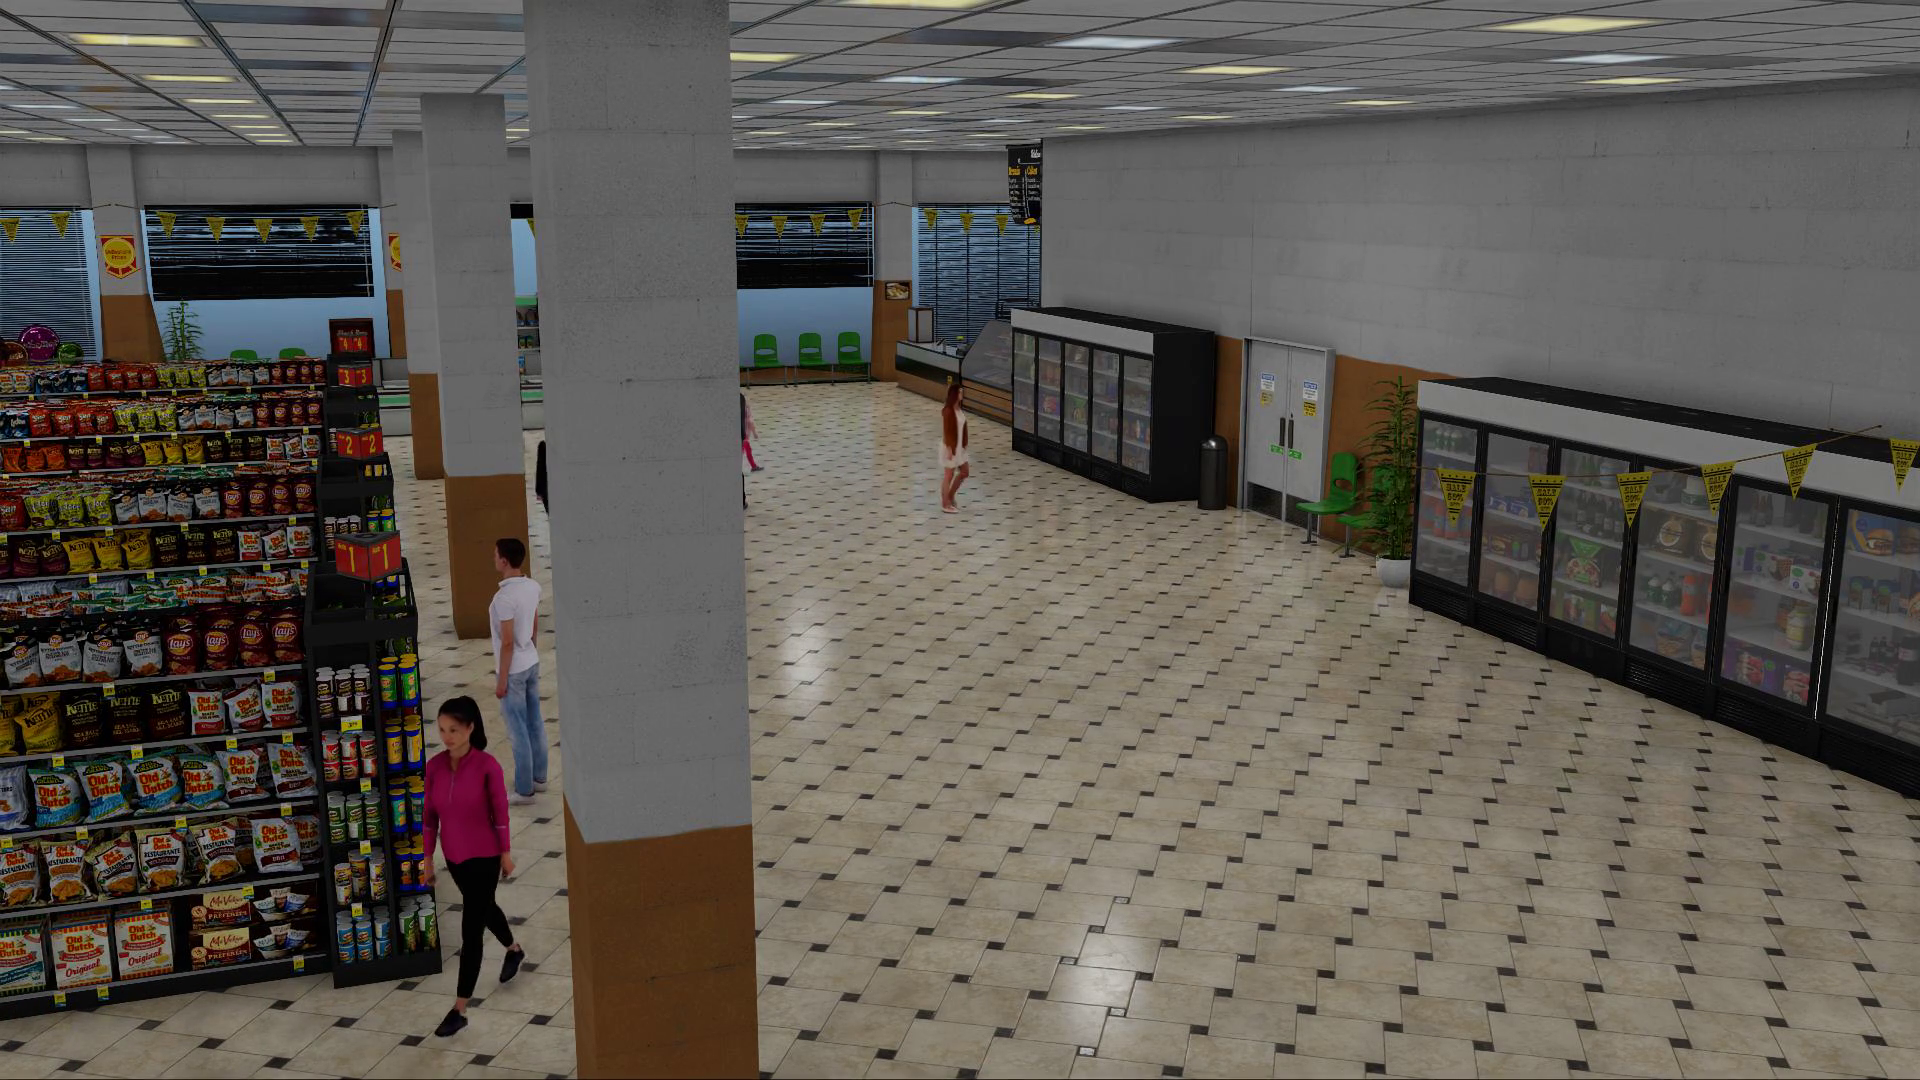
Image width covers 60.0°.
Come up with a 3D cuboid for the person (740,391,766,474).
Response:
[{"bbox_3d":[-3.244,-1.549,24.538,0.953,1.246,0.649,-9,15,-37],"label":"person"}]

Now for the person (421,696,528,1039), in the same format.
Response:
[{"bbox_3d":[-2.466,1.612,8.550,1.161,1.648,1.100,3,12,13],"label":"person"}]

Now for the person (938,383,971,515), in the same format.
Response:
[{"bbox_3d":[-0.167,-1.203,21.773,0.804,1.707,0.731,7,14,29],"label":"person"}]

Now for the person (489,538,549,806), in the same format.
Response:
[{"bbox_3d":[-3.042,0.893,11.469,0.728,1.851,0.730,2,12,11],"label":"person"}]
